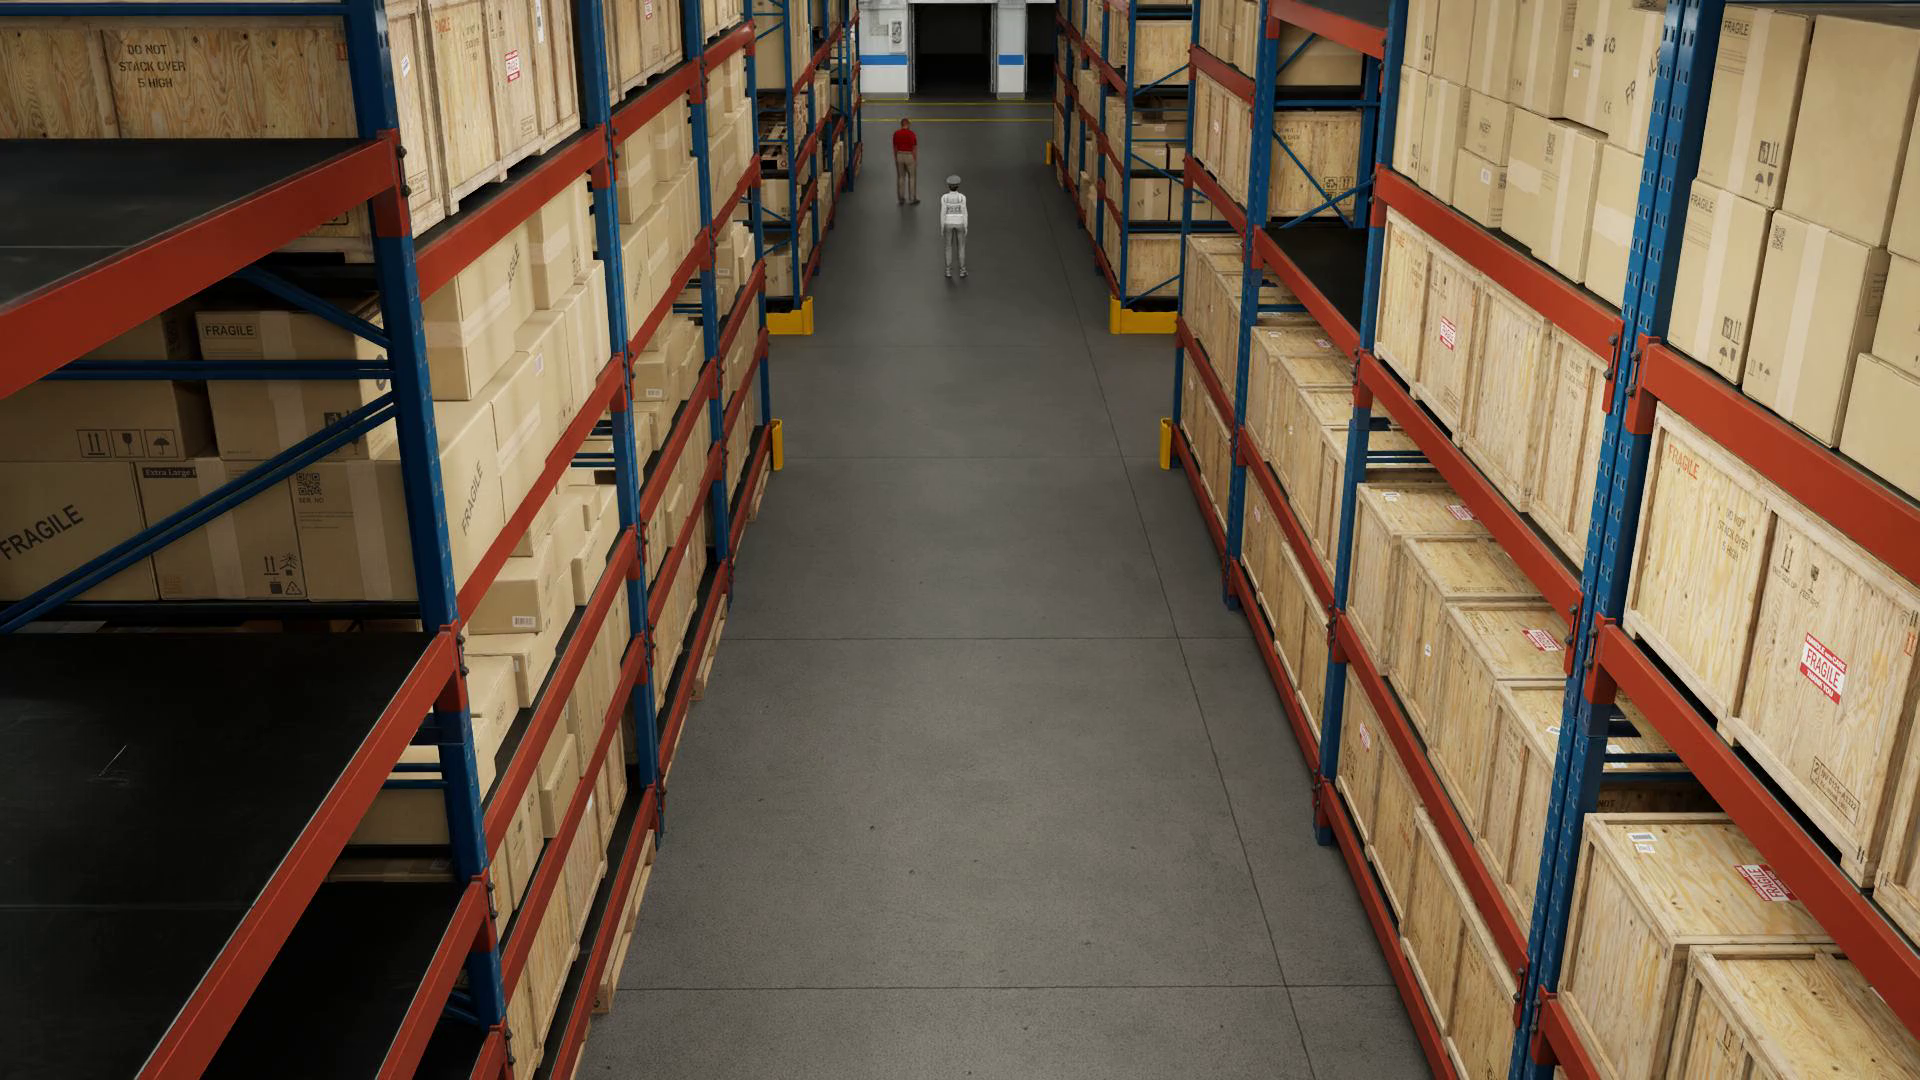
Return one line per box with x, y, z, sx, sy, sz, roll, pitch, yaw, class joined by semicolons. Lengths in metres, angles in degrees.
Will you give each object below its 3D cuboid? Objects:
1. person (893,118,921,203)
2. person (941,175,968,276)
-1.112;-7.901;34.601;0.528;1.732;0.369;8;23;20;person
-0.096;-5.288;28.035;0.458;1.690;0.361;0;22;1;person
